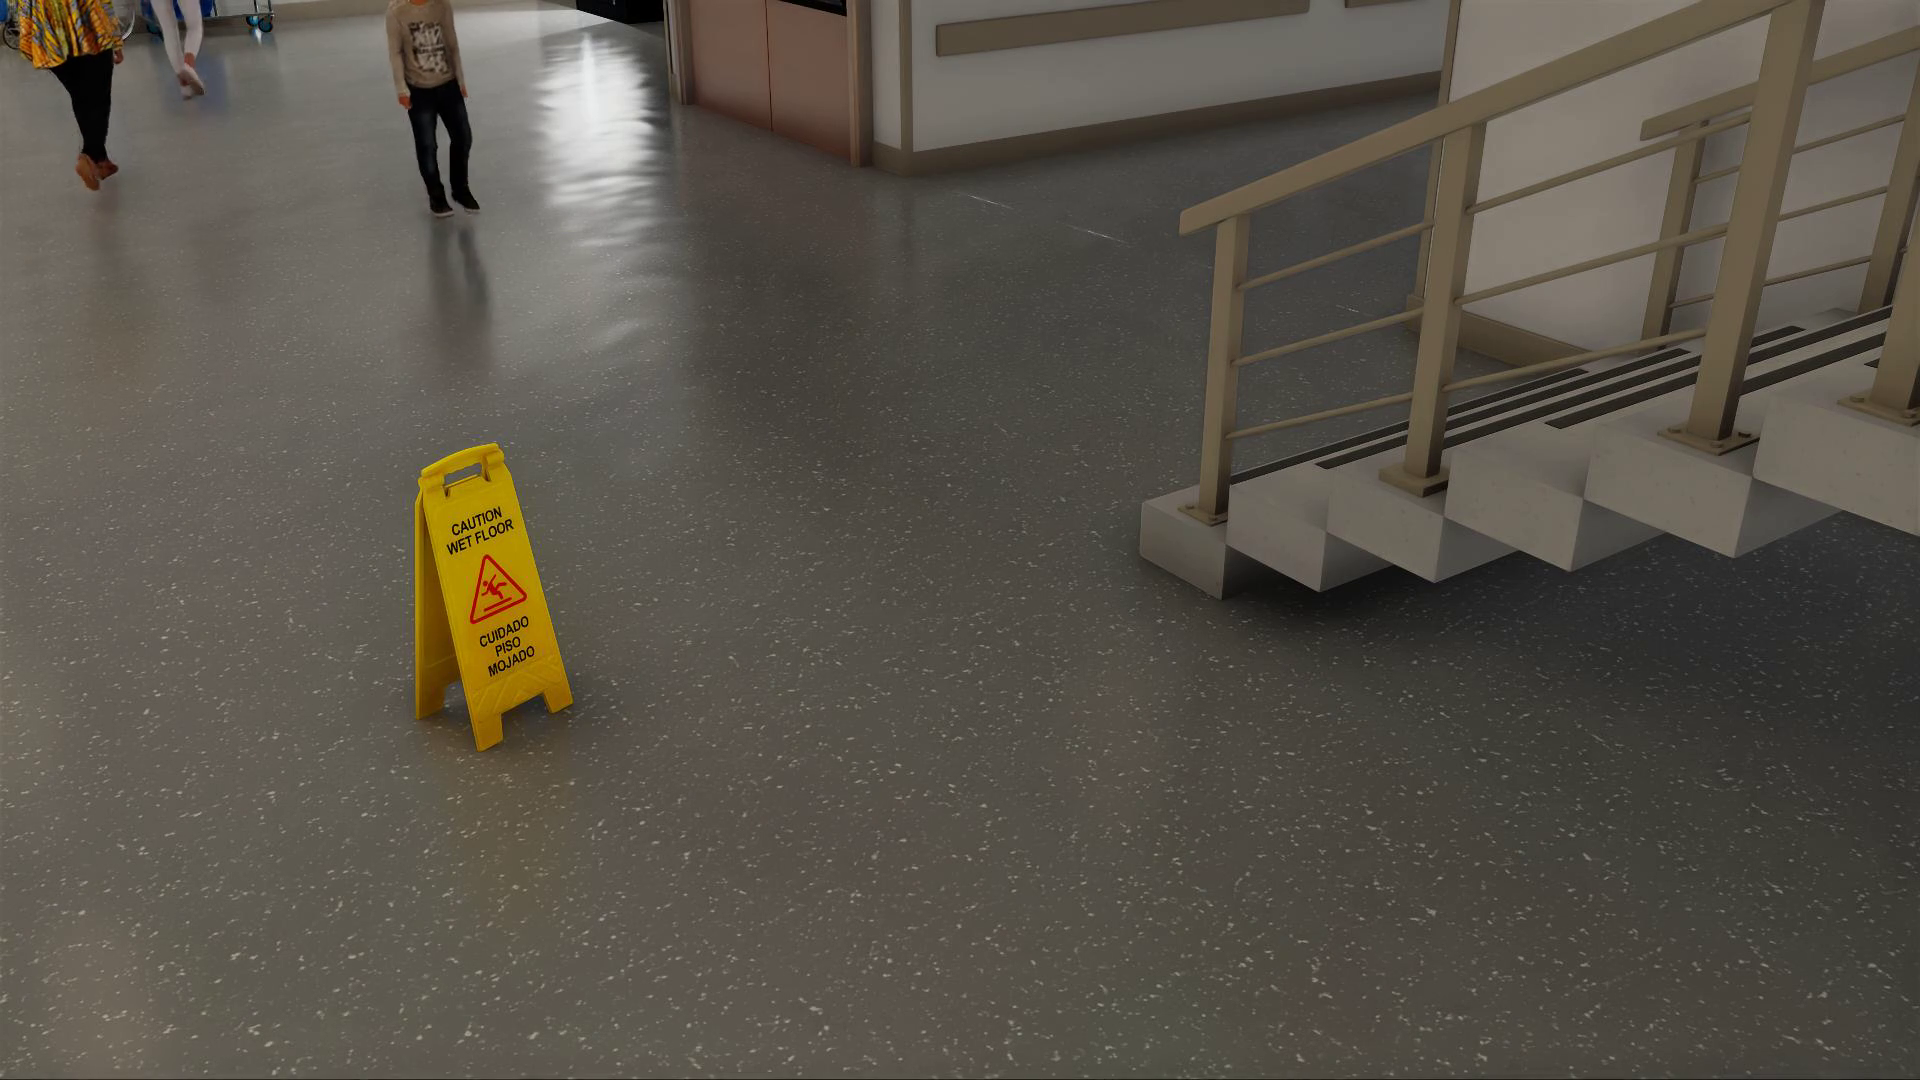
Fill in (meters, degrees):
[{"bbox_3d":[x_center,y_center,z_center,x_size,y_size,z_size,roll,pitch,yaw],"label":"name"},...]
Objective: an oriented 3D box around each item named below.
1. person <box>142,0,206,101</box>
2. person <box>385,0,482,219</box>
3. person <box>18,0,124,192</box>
[{"bbox_3d":[-5.804,-4.071,12.171,0.776,1.695,0.898,-5,26,-11],"label":"person"},{"bbox_3d":[-2.982,-2.541,9.276,0.577,1.454,0.535,-19,31,-34],"label":"person"},{"bbox_3d":[-5.167,-2.829,9.677,1.005,1.625,1.159,-2,26,-4],"label":"person"}]
